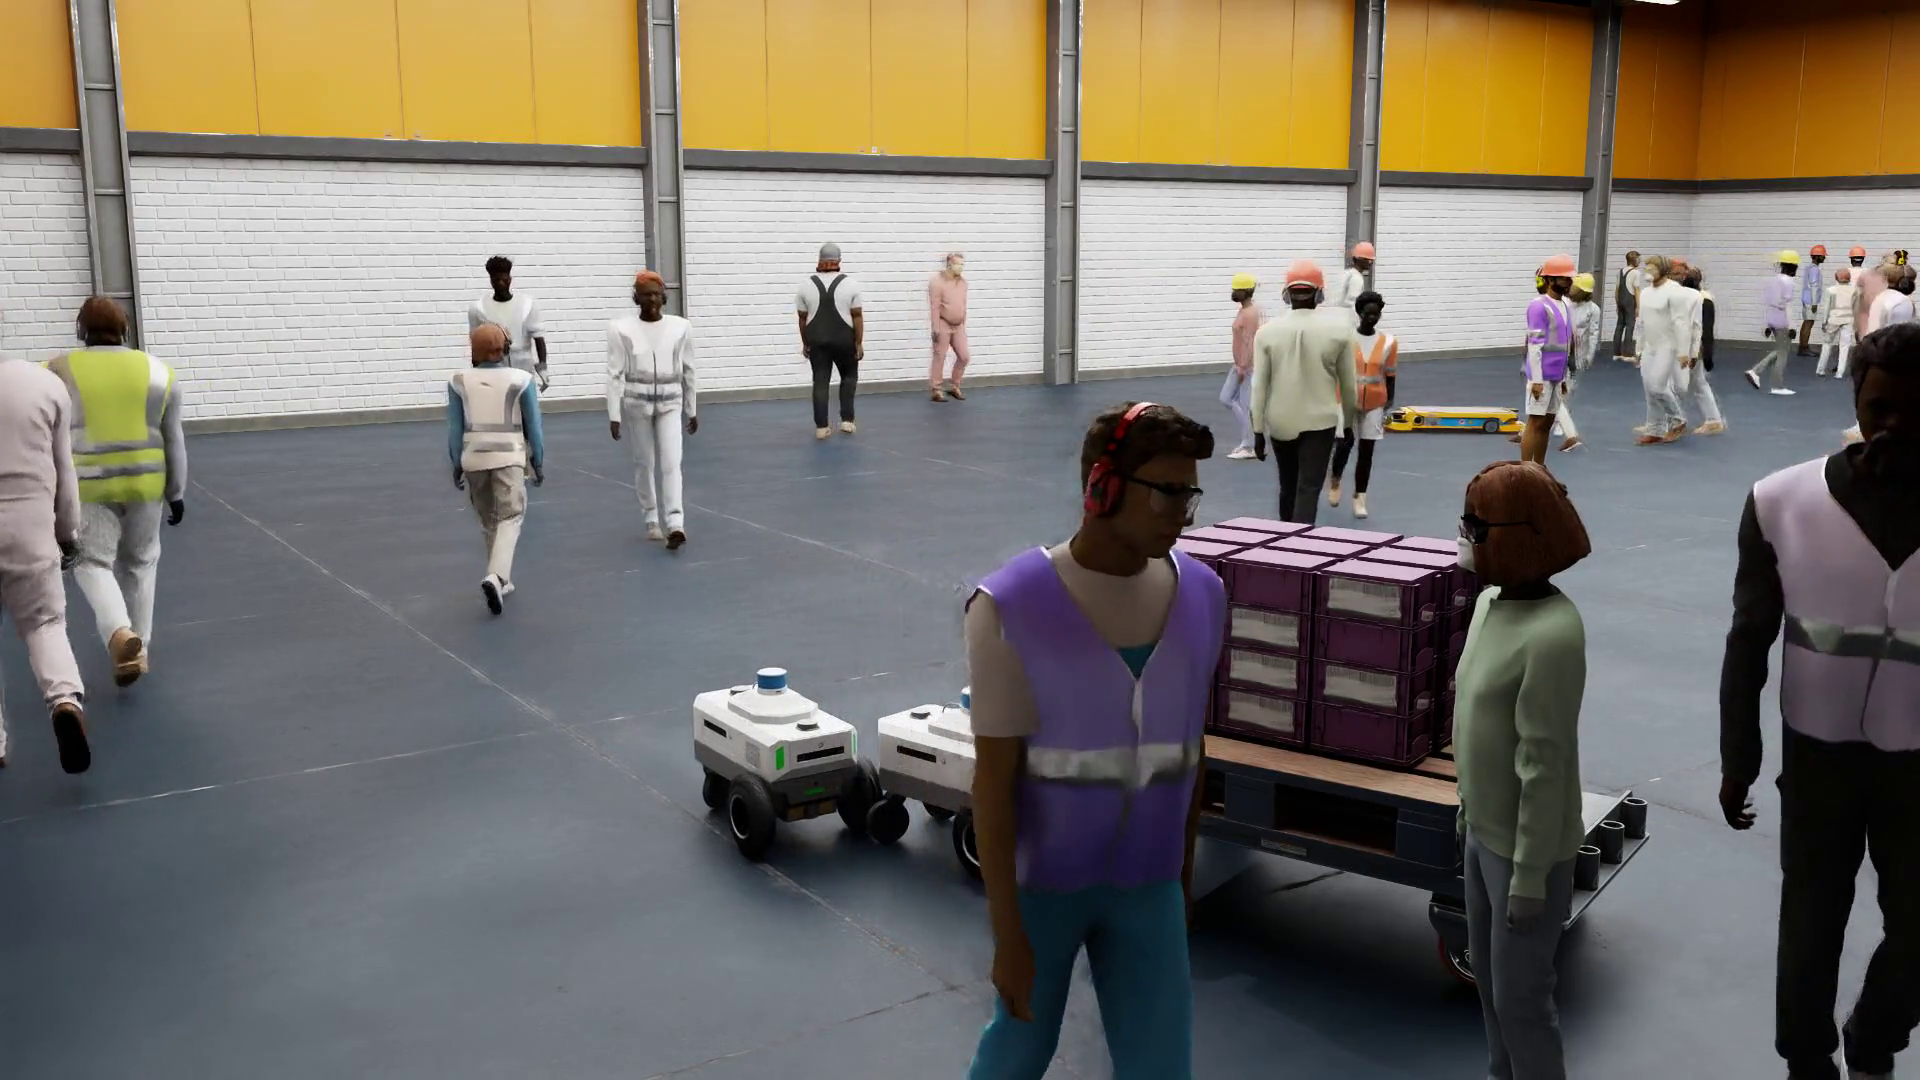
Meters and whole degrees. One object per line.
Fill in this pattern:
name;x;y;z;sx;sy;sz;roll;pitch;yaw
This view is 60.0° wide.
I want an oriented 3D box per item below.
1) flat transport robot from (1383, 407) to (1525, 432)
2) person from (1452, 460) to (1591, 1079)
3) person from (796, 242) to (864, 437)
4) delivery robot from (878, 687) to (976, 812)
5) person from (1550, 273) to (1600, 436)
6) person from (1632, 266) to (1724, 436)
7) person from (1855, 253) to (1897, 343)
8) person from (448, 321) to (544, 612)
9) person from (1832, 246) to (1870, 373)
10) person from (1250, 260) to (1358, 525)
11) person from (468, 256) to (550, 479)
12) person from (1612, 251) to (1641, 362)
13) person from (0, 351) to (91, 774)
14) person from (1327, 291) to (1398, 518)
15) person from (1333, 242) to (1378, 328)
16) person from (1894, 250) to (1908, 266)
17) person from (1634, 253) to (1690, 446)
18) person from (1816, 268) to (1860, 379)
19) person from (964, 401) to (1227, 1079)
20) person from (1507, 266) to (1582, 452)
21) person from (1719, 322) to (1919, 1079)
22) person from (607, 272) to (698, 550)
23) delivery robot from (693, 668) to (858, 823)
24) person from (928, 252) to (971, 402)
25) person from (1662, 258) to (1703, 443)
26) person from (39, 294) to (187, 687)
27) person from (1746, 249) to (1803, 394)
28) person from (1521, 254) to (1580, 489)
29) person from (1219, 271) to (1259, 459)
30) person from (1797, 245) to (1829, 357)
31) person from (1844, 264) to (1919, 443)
flat transport robot;5.324;-1.307;17.893;1.431;0.197;0.652;1;10;6
person;1.152;0.641;3.506;0.280;1.624;0.493;0;10;0
person;-1.327;-2.108;17.427;0.720;2.000;0.699;1;10;8
delivery robot;0.054;0.740;5.635;0.707;0.478;0.477;9;14;41
person;6.368;-1.932;17.361;0.523;1.704;0.373;5;11;25
person;7.590;-1.955;17.342;0.998;1.781;0.635;1;10;4
person;13.390;-3.269;24.348;0.714;1.841;0.974;4;11;21
person;-2.621;-0.414;9.348;0.522;1.610;0.770;0;10;1
person;13.680;-3.527;25.494;0.553;1.934;0.363;2;10;9
person;2.054;-0.695;9.989;0.605;1.941;1.040;4;11;22
person;-3.774;-1.408;13.938;0.619;1.907;1.015;-3;11;-17
person;11.176;-3.905;27.821;0.339;1.842;0.507;-4;11;-20
person;-3.663;-0.004;6.318;0.649;1.885;0.750;-9;14;-41
person;2.964;-1.004;12.334;0.552;1.682;0.431;0;10;-2
person;4.824;-2.658;20.534;0.646;2.005;0.633;1;10;5
person;14.950;-3.703;26.645;0.309;1.868;0.535;-1;10;-3
person;6.937;-1.867;16.461;0.476;1.915;0.687;-3;11;-14
person;12.924;-3.183;24.504;0.504;1.604;0.768;3;11;14
person;0.245;0.629;3.123;0.569;1.795;0.939;-5;11;-24
person;5.793;-1.779;16.279;0.530;1.815;0.994;-6;12;-28
person;2.021;0.469;3.690;0.635;1.897;0.452;4;11;23
person;-2.040;-0.853;11.099;0.605;1.831;0.988;-3;11;-15
delivery robot;-0.662;0.696;5.876;0.477;0.478;0.707;-7;12;-33
person;-0.127;-2.666;20.921;0.668;1.878;0.549;-8;13;-39
person;7.209;-1.927;16.907;0.586;1.867;0.558;2;11;11
person;-3.904;-0.223;7.701;0.635;1.818;0.723;-8;13;-37
person;10.789;-2.865;21.928;0.506;1.910;0.593;1;10;6
person;4.803;-1.345;13.526;0.372;1.939;0.544;10;14;44
person;2.630;-1.626;15.556;0.372;1.750;0.553;0;10;0
person;14.846;-4.155;28.933;0.363;1.935;0.553;3;11;16
person;8.612;-1.641;15.460;0.535;1.822;0.642;2;10;9
